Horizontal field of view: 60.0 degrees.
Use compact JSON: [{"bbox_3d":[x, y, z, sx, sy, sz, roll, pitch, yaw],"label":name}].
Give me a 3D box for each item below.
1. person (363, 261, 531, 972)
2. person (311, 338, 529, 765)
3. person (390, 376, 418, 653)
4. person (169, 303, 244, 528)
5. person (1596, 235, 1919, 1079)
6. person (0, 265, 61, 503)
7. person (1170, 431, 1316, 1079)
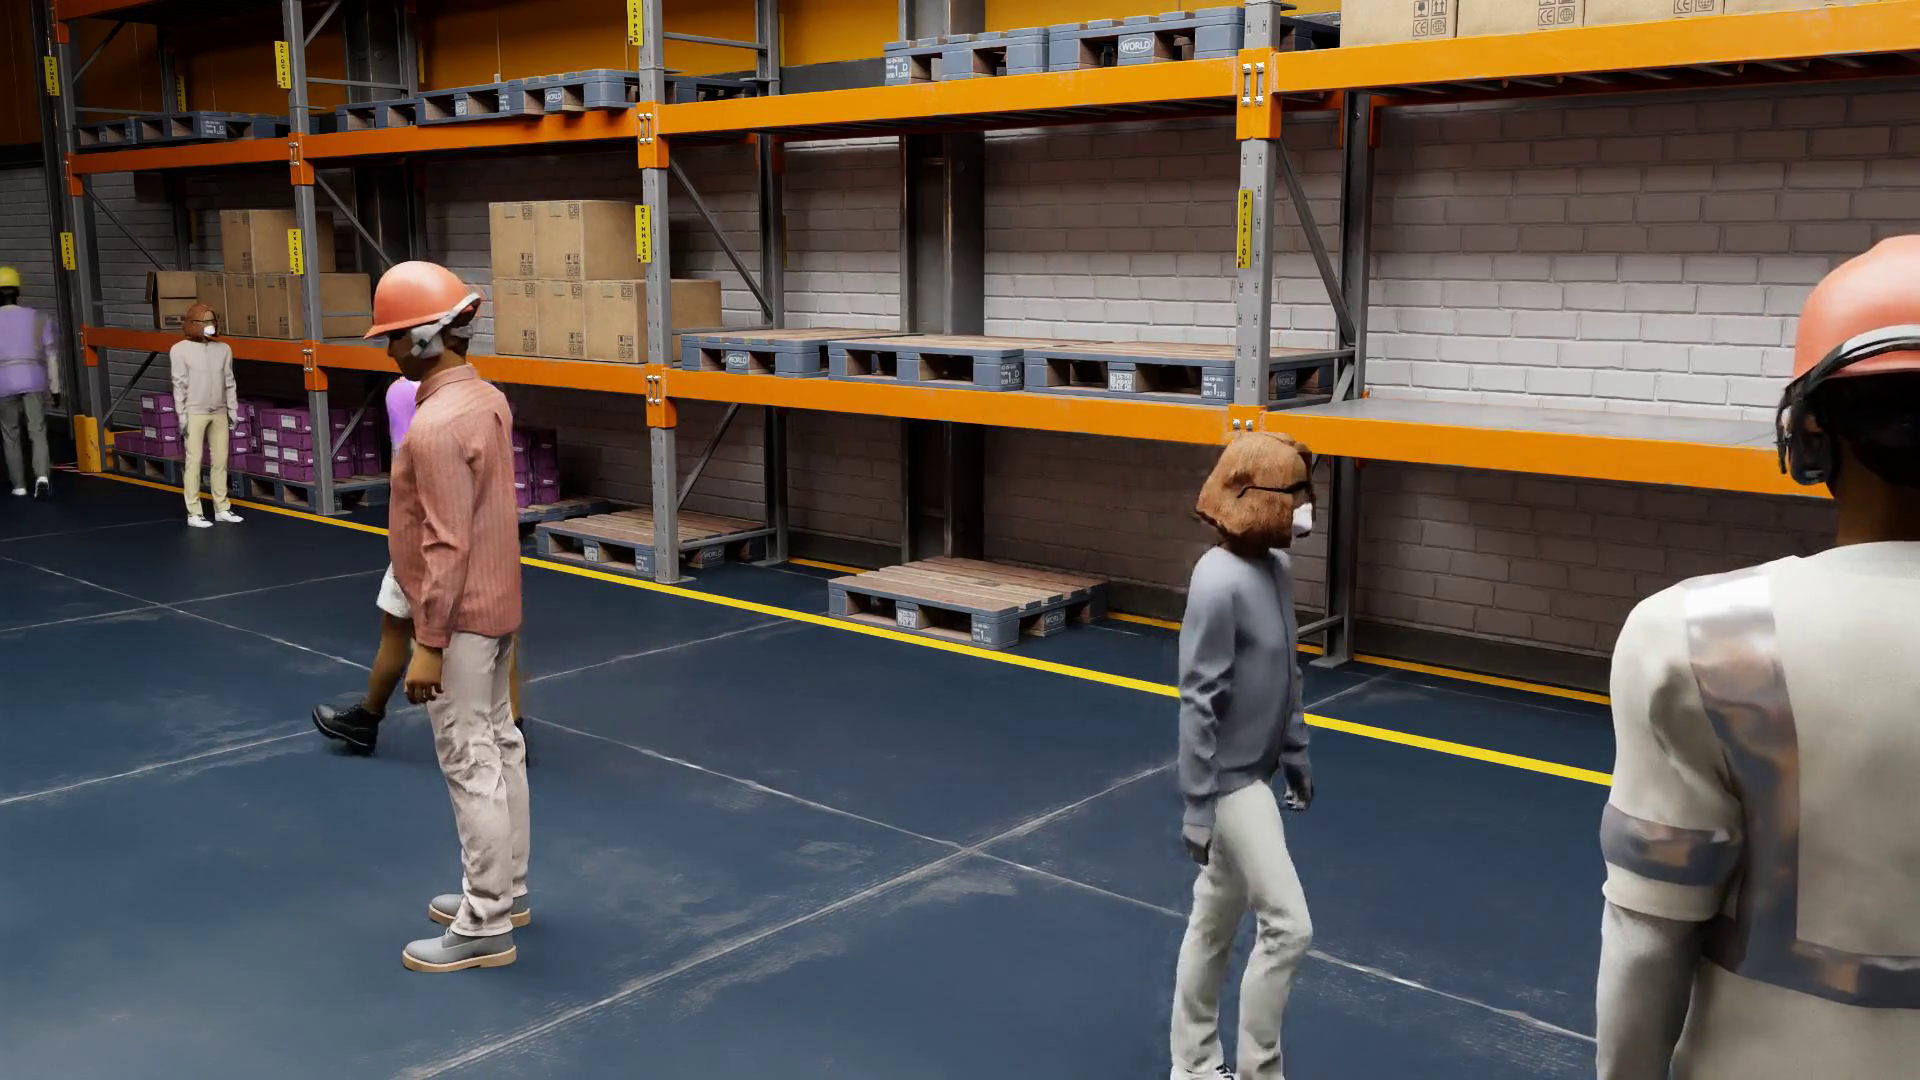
[{"bbox_3d":[-1.430,0.218,4.694,0.393,1.986,0.609,0,10,-2],"label":"person"},{"bbox_3d":[-2.117,-0.054,6.505,0.962,1.888,0.574,4,11,19],"label":"person"},{"bbox_3d":[-2.615,-0.240,8.129,0.318,1.697,0.535,-3,10,-18],"label":"person"},{"bbox_3d":[-5.490,-0.906,12.129,0.282,1.625,0.492,6,12,32],"label":"person"},{"bbox_3d":[1.035,0.678,1.943,0.605,2.034,0.392,2,10,12],"label":"person"},{"bbox_3d":[-7.527,-1.245,13.308,0.594,1.897,0.933,-7,12,-34],"label":"person"},{"bbox_3d":[0.722,0.562,3.758,0.556,1.613,0.523,5,11,25],"label":"person"}]
